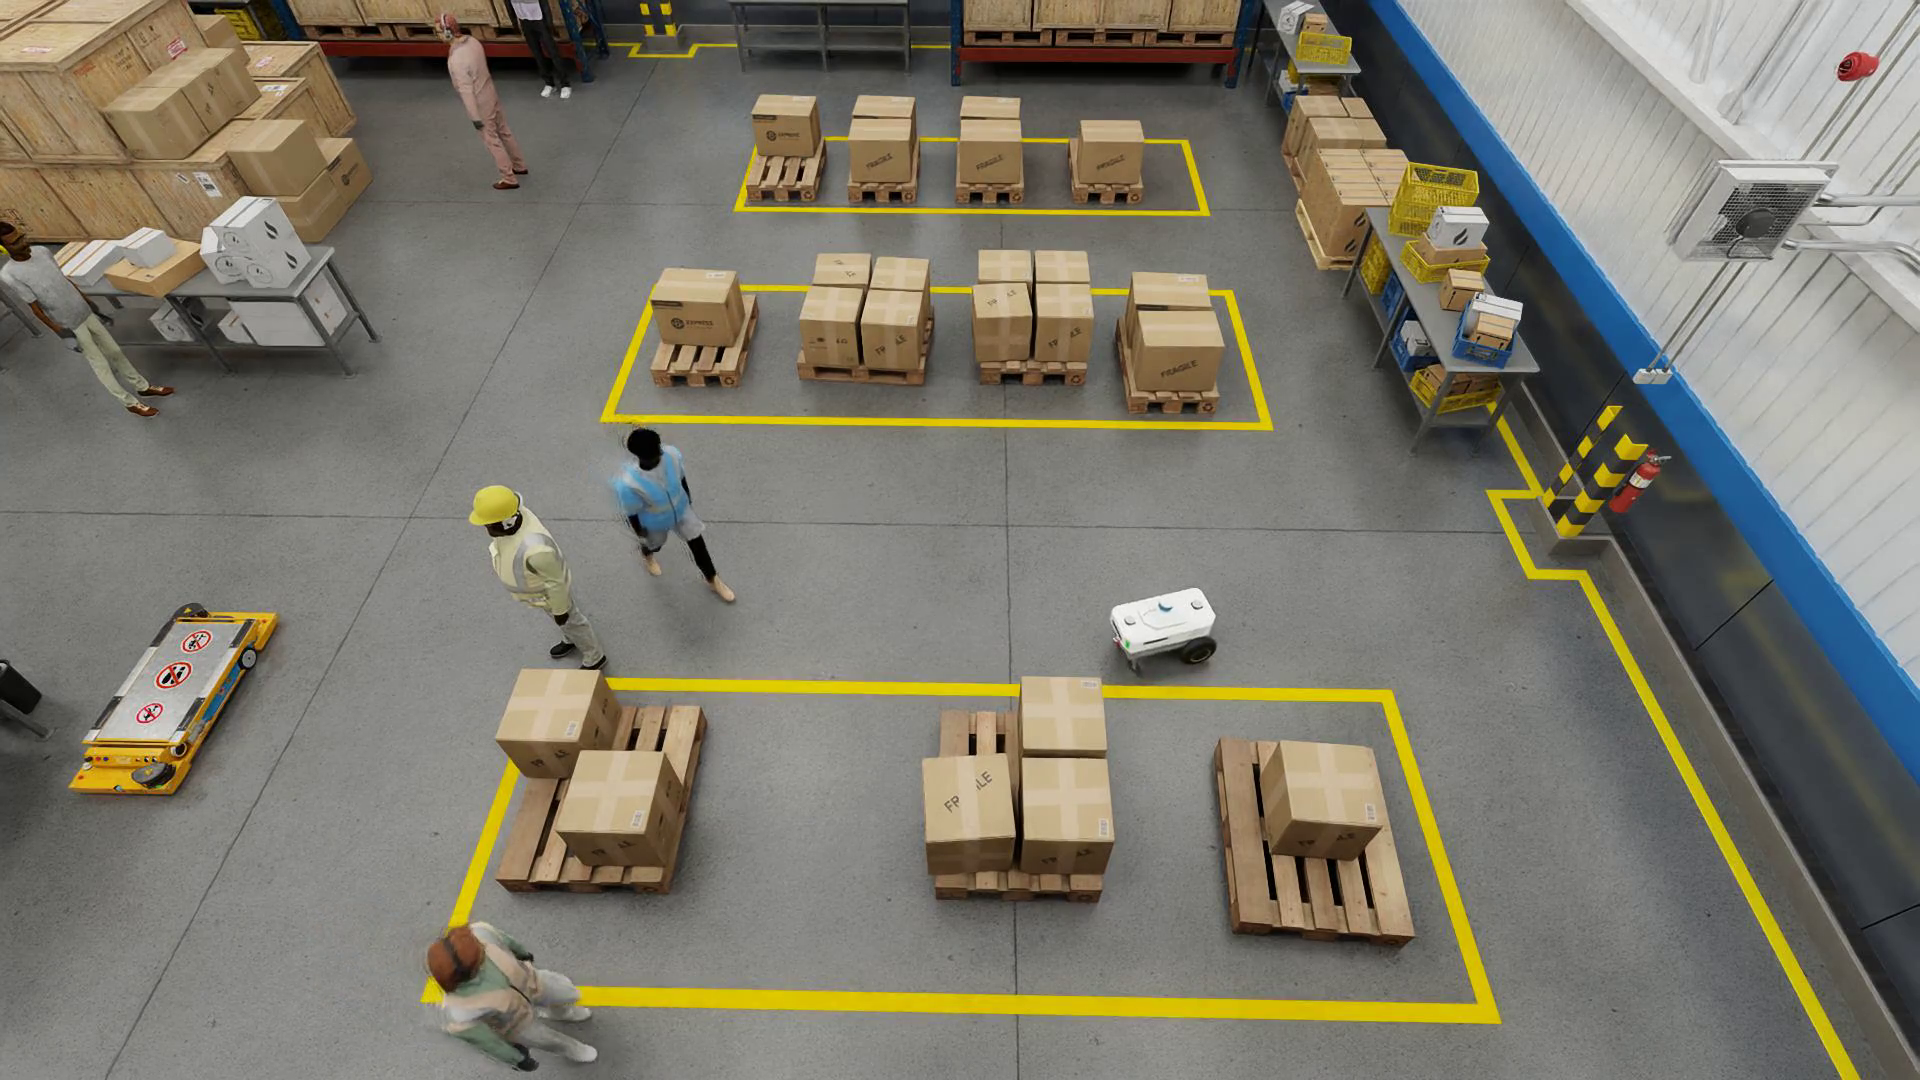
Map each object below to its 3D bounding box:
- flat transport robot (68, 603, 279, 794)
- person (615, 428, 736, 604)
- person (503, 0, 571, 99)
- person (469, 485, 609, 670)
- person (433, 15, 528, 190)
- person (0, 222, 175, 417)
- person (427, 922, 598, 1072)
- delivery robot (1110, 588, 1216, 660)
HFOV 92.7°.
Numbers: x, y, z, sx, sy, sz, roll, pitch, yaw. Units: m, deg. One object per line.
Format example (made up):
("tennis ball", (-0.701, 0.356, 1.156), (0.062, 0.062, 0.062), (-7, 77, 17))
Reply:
("flat transport robot", (-5.504, 1.072, 6.442), (0.652, 0.197, 1.431), (1, 50, 1))
("person", (-2.169, -0.211, 6.631), (0.867, 1.651, 0.536), (33, 57, 25))
("person", (-5.649, -6.862, 12.095), (0.598, 1.906, 0.414), (4, 50, 3))
("person", (-2.781, 0.296, 6.082), (0.404, 1.833, 0.590), (-36, 58, -26))
("person", (-5.519, -5.008, 10.532), (0.401, 1.900, 0.650), (1, 50, 1))
("person", (-7.596, -1.891, 7.909), (0.328, 1.872, 0.514), (-2, 50, -2))
("person", (-2.181, 2.303, 4.522), (0.376, 1.623, 0.550), (3, 50, 3))
("delivery robot", (1.449, 0.587, 6.609), (0.707, 0.478, 0.477), (-12, 51, -10))
